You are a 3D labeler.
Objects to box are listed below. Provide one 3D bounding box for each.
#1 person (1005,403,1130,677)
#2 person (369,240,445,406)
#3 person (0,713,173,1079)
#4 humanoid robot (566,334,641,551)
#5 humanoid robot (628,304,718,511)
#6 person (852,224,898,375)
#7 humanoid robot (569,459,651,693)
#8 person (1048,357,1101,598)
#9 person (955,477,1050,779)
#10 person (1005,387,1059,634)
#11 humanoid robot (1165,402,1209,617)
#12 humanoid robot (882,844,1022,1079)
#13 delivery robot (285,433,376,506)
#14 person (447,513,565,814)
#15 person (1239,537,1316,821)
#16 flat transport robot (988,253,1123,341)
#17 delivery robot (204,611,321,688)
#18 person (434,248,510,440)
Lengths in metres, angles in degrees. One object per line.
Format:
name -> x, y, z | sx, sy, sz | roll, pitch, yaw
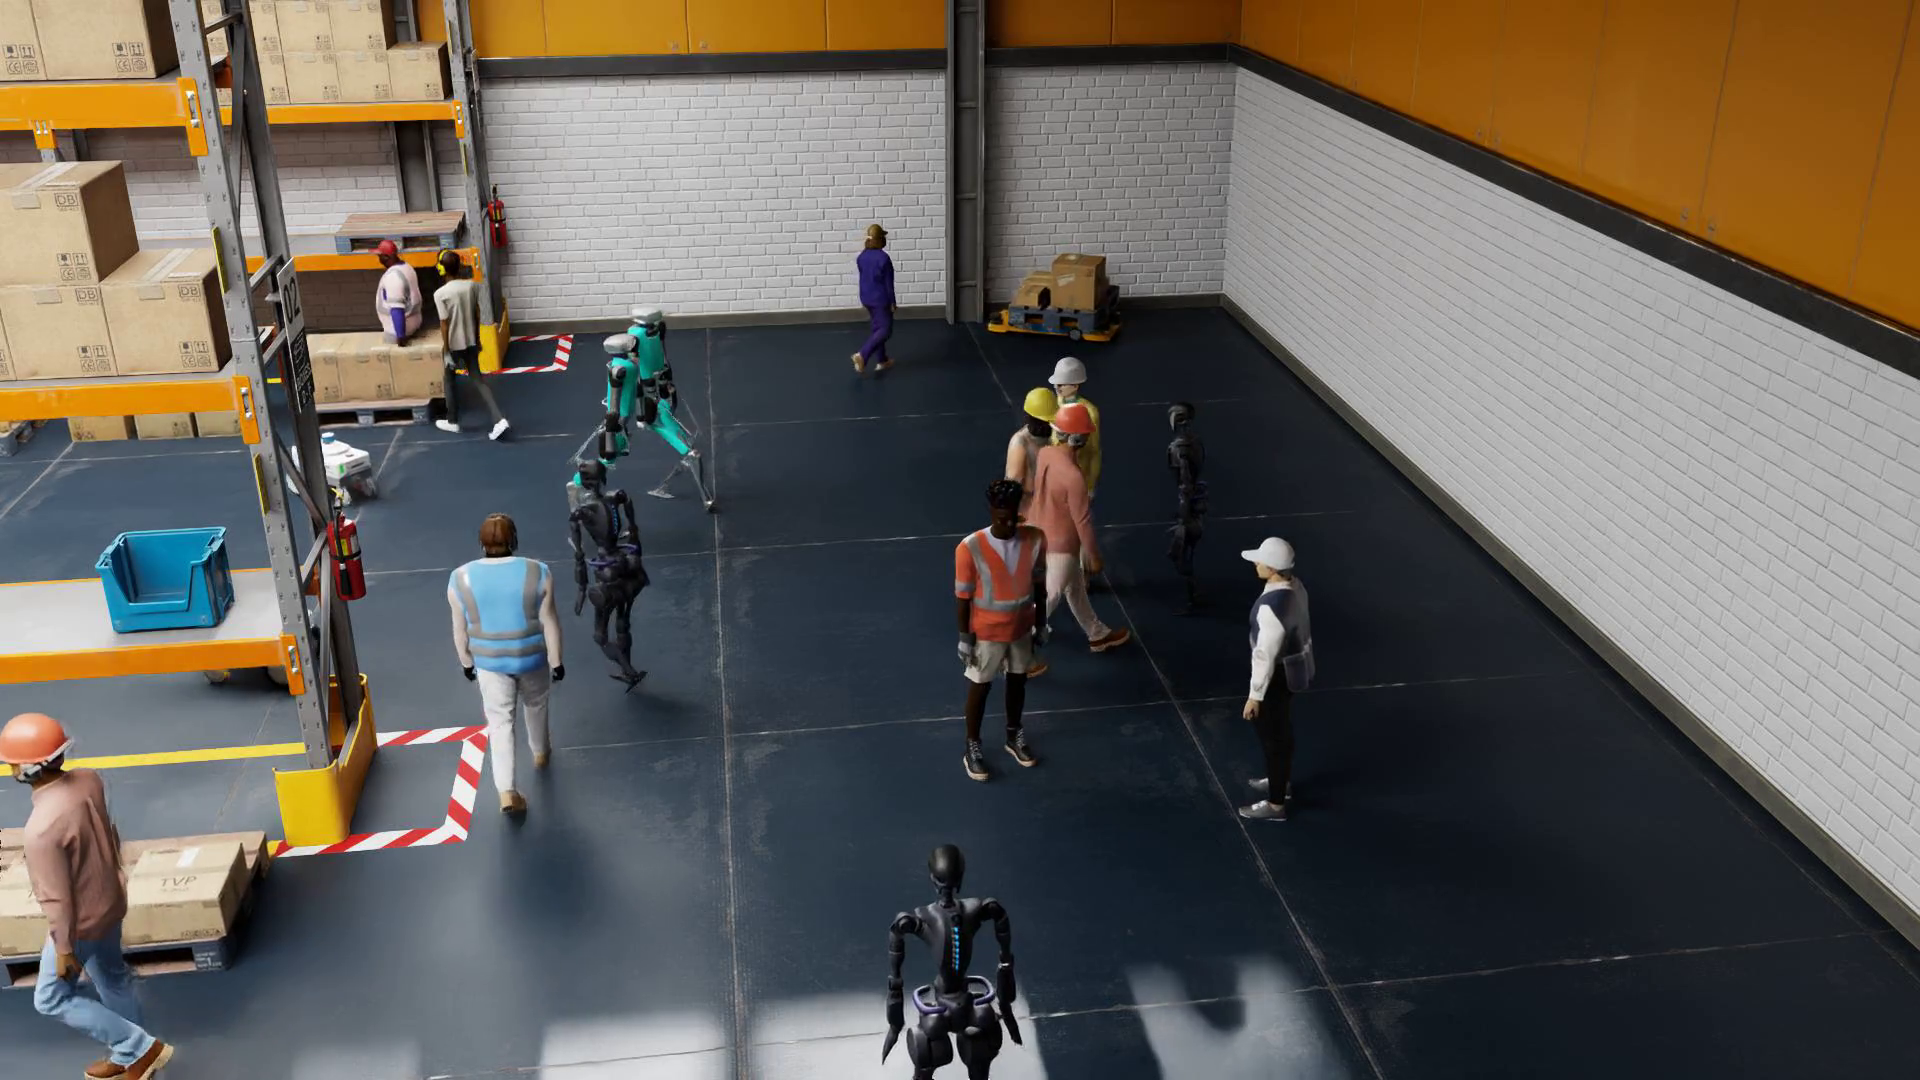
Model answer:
person -> 0.739, -0.009, 11.340 | 1.011, 1.938, 0.625 | -7, 25, -16
person -> -5.600, -2.112, 16.415 | 0.846, 1.716, 0.589 | 2, 24, 5
person -> -3.968, 1.664, 7.470 | 0.438, 1.981, 0.646 | -2, 24, -5
humanoid robot -> -2.957, -0.778, 13.329 | 0.881, 1.767, 0.599 | 2, 24, 5
humanoid robot -> -2.345, -1.071, 14.074 | 0.901, 1.811, 0.552 | 10, 26, 21
person -> -0.909, -2.508, 17.438 | 0.637, 1.601, 0.466 | -20, 31, -38
humanoid robot -> -2.271, 0.246, 11.092 | 0.493, 1.630, 0.605 | 16, 28, 32
person -> 0.822, -0.473, 12.463 | 0.487, 1.888, 0.391 | 17, 29, 33
person -> 0.268, 0.523, 10.114 | 0.626, 1.954, 0.379 | -12, 26, -24
person -> 0.540, -0.189, 11.787 | 0.474, 1.902, 0.606 | 7, 25, 15
humanoid robot -> 1.663, -0.210, 12.131 | 0.364, 1.644, 0.611 | 4, 24, 9
humanoid robot -> -0.039, 2.025, 7.085 | 0.614, 1.618, 0.778 | -7, 25, -15
delivery robot -> -5.491, -0.640, 14.512 | 0.794, 0.606, 0.499 | 15, 28, 30
person -> -2.674, 0.713, 9.883 | 0.628, 1.796, 0.934 | -4, 24, -9
person -> 1.829, 0.801, 9.741 | 0.478, 1.747, 0.761 | 9, 25, 19
flat transport robot -> 1.100, -2.508, 19.111 | 1.431, 0.231, 0.659 | 8, 25, 17
delivery robot -> -4.812, 0.694, 11.480 | 0.807, 0.612, 0.499 | 0, 24, 0
person -> -4.662, -1.838, 15.631 | 0.902, 1.839, 0.527 | 16, 28, 32
